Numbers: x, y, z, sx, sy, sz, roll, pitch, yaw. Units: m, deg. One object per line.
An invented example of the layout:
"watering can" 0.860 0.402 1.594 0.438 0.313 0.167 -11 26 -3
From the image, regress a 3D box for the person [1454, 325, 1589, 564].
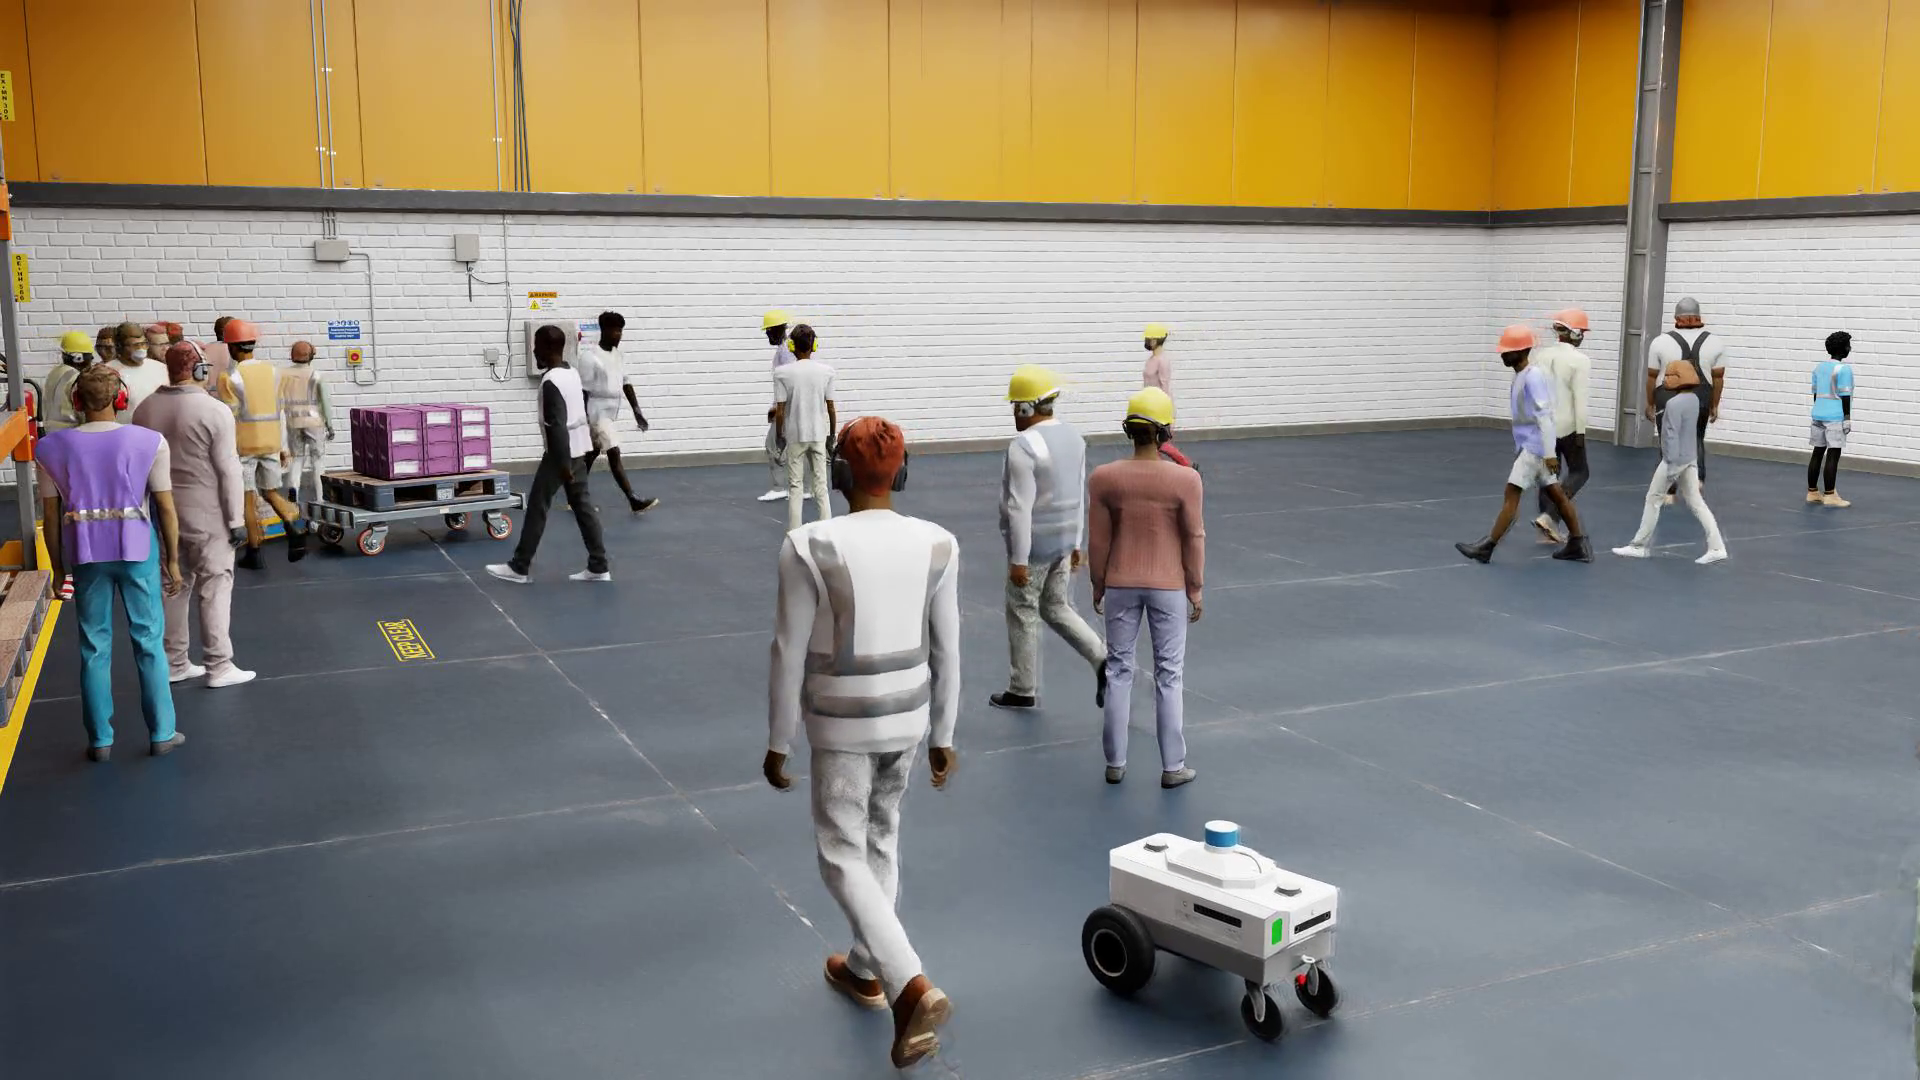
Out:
"person" 4.418 -0.728 12.895 1.069 1.860 0.618 1 9 9

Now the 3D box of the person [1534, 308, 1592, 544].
"person" 4.976 -0.929 13.770 0.475 1.971 0.616 -5 10 -27

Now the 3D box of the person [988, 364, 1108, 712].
"person" 0.471 0.016 8.405 0.685 1.808 0.588 7 11 36

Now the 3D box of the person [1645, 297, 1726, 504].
"person" 7.046 -1.365 16.254 0.688 2.000 0.537 2 9 11

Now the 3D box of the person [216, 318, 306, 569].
"person" -5.292 -0.710 12.570 0.612 1.918 0.556 7 11 36

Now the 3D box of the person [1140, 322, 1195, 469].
"person" 2.093 -1.364 17.131 0.568 1.755 0.523 -2 9 -13

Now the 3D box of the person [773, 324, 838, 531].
"person" -1.208 -0.753 13.011 0.507 1.865 0.329 -3 10 -17

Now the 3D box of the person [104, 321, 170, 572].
"person" -5.973 -0.625 12.039 0.543 1.918 0.641 4 10 26

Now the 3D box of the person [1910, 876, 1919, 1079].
"person" 1.844 1.006 2.932 0.495 1.592 0.870 -1 9 -4

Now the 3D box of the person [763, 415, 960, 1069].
"person" -0.236 0.567 4.852 0.582 1.860 0.817 -6 11 -33

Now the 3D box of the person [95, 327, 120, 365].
"person" -6.770 -0.800 13.402 0.526 1.827 0.391 0 9 -1

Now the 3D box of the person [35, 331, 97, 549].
"person" -7.234 -0.817 13.660 0.948 1.773 0.591 -8 12 -42

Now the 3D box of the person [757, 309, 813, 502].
"person" -1.774 -1.325 16.435 0.684 1.891 0.617 0 9 1

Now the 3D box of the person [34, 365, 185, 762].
"person" -3.917 0.117 7.691 0.577 1.841 0.375 -3 10 -19

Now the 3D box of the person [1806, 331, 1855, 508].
"person" 8.431 -1.165 16.080 0.319 1.697 0.532 -1 9 -6

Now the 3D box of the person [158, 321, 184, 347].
"person" -7.052 -0.985 14.583 0.727 1.843 0.596 -6 11 -34

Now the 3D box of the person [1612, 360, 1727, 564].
"person" 5.625 -0.613 12.987 0.518 1.588 0.865 -8 12 -42

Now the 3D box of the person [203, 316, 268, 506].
"person" -7.025 -1.233 16.057 0.635 1.840 0.429 2 9 9

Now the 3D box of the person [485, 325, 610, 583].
"person" -3.012 -0.614 12.108 0.953 1.878 0.599 1 9 6

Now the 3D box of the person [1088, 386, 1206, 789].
"person" 0.819 0.213 7.316 0.523 1.769 0.313 3 10 20

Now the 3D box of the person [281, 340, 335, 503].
"person" -6.191 -1.064 15.669 0.583 1.622 0.452 1 9 5

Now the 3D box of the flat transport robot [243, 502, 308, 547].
"flat transport robot" -5.953 -0.133 14.082 0.652 0.197 1.431 3 10 20

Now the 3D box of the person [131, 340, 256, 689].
"person" -4.179 -0.139 9.114 0.637 1.898 0.399 3 10 18

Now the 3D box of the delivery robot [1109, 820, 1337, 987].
"delivery robot" 0.807 1.117 5.162 0.477 0.478 0.707 -8 12 -42

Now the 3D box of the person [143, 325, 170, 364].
"person" -6.254 -0.736 12.982 1.047 1.855 0.663 6 11 32

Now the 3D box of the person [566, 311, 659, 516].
"person" -3.273 -1.171 15.500 1.034 1.900 0.632 3 10 16
